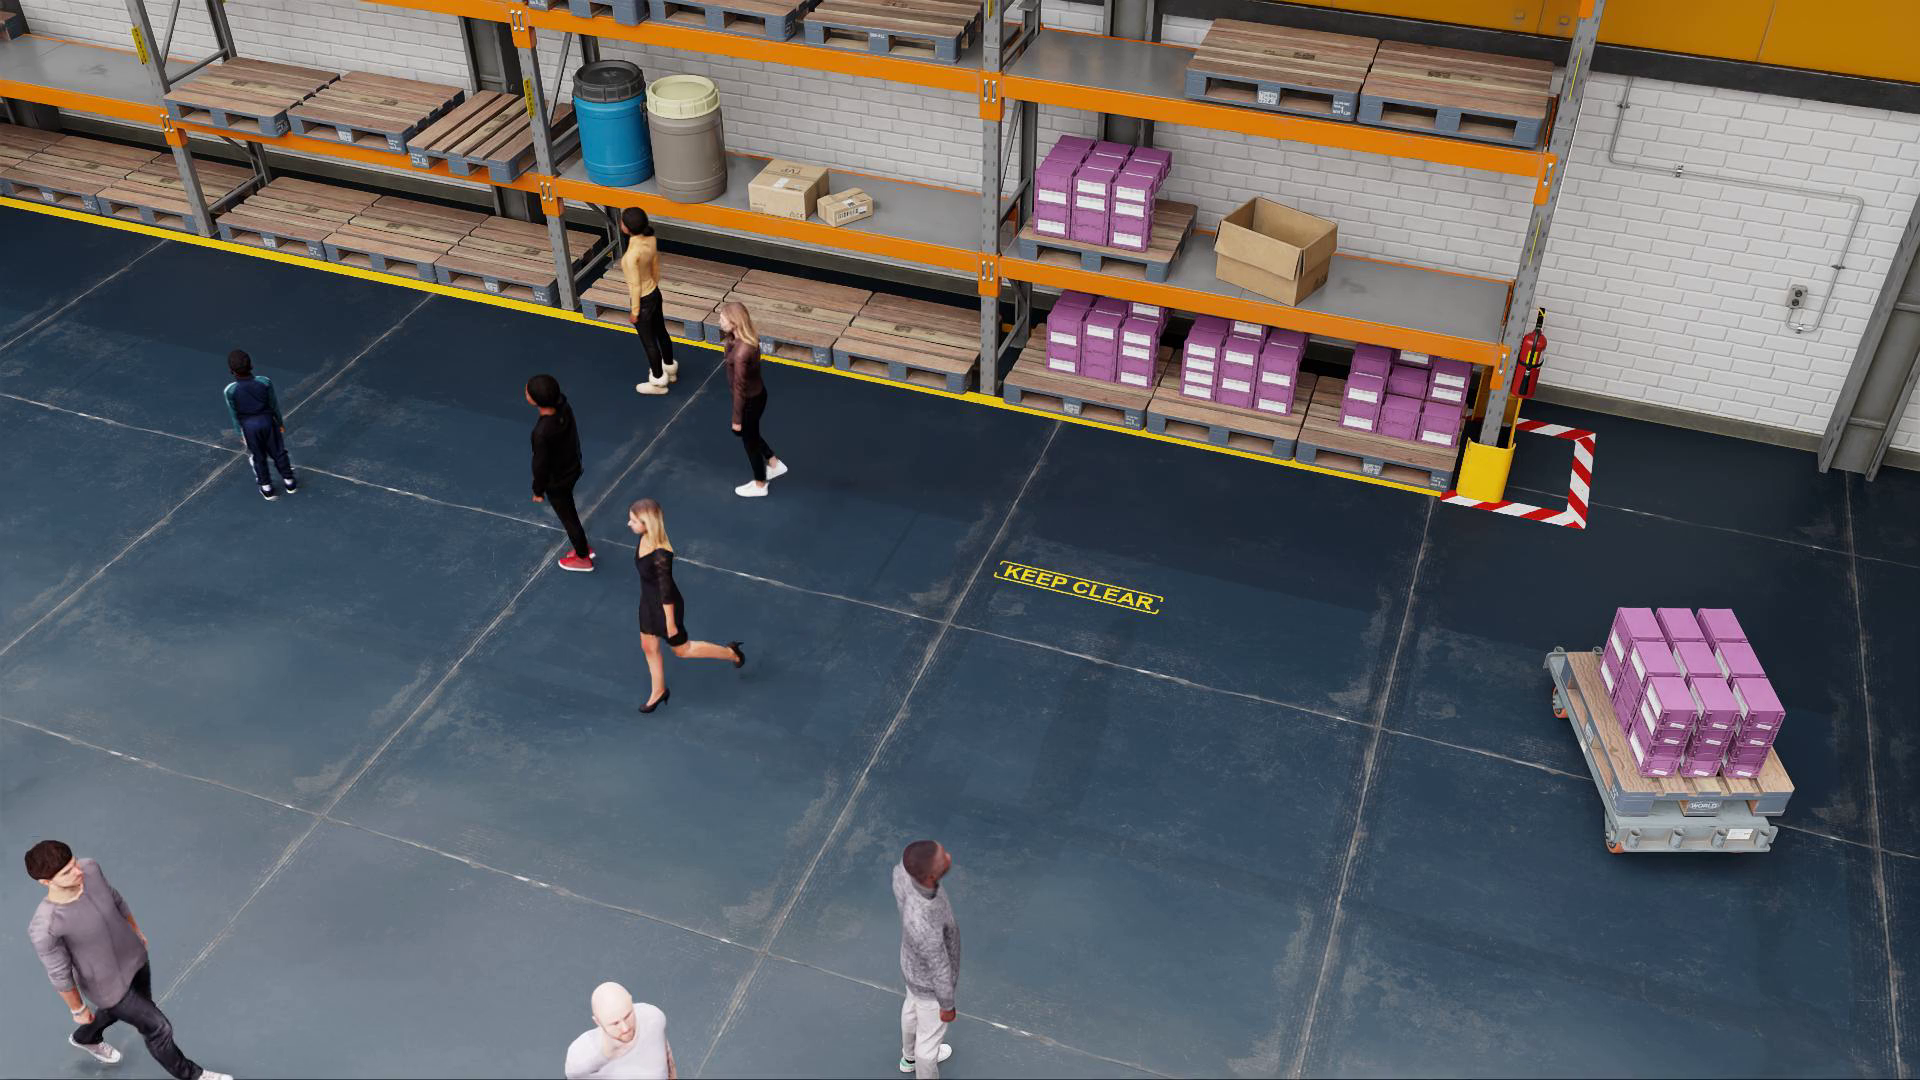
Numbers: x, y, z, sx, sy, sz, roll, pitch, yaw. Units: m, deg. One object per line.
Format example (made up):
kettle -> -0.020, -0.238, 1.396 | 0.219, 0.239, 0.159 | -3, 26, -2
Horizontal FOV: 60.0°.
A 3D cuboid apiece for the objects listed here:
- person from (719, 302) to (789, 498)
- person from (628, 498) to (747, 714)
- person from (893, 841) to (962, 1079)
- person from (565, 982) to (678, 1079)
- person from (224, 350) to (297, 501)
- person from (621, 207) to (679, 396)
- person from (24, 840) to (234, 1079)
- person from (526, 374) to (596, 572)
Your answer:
person -> -1.480, -1.025, 12.308 | 0.745, 1.694, 0.730 | 1, 39, 1
person -> -1.797, 0.410, 10.544 | 1.021, 1.653, 0.976 | -18, 42, -21
person -> -0.172, 2.128, 8.245 | 0.779, 1.838, 0.759 | -11, 40, -14
person -> -1.489, 2.637, 7.608 | 0.757, 1.838, 0.750 | -30, 48, -32
person -> -5.265, -0.870, 12.465 | 0.567, 1.255, 0.607 | -23, 44, -26
person -> -2.541, -1.949, 13.493 | 0.526, 1.659, 0.597 | 12, 40, 15
person -> -4.292, 2.125, 8.262 | 1.191, 1.821, 0.906 | 2, 39, 2
person -> -2.708, -0.433, 11.592 | 0.581, 1.663, 0.629 | 10, 40, 12
